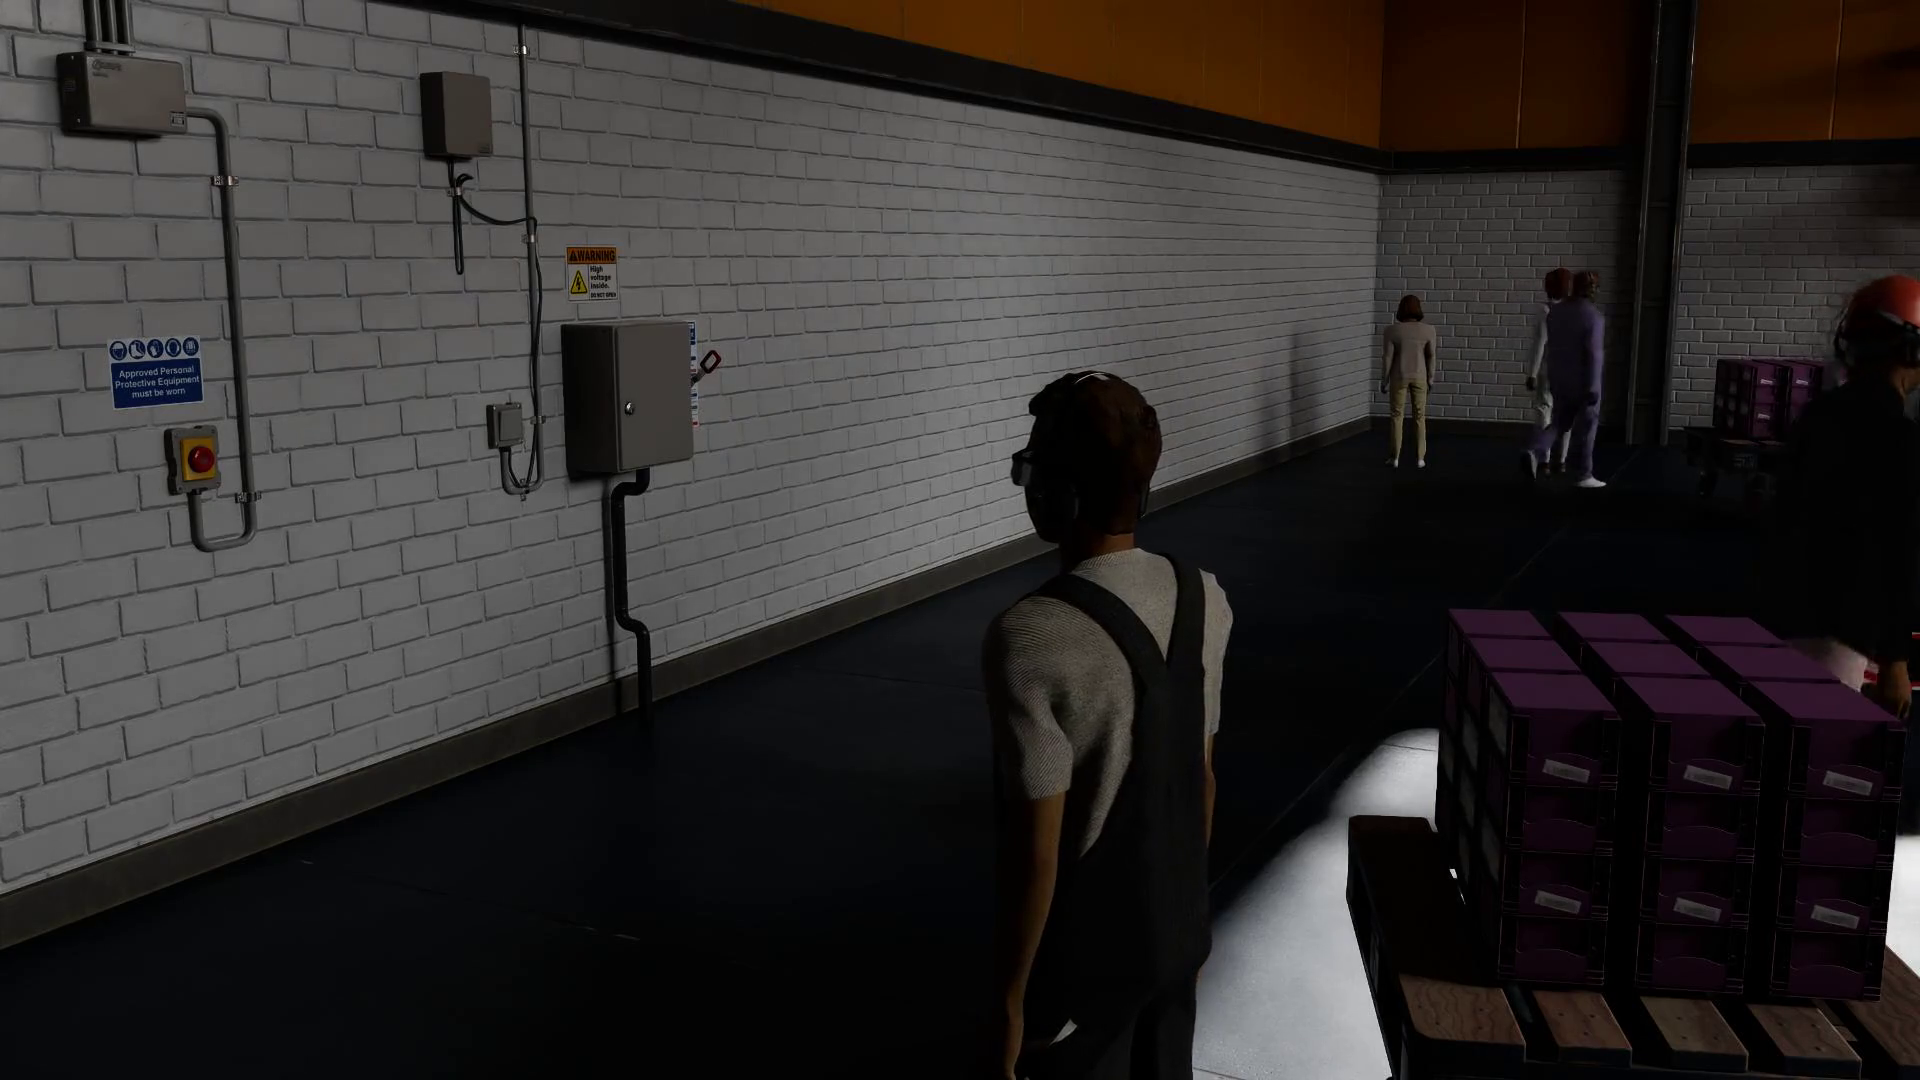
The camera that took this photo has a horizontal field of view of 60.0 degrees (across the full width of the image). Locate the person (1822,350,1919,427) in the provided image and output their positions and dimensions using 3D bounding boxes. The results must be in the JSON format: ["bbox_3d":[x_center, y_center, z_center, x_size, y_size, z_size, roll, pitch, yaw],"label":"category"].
[{"bbox_3d":[4.864,-0.398,8.858,0.614,1.801,0.415,8,12,37],"label":"person"}]

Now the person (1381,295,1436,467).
[{"bbox_3d":[4.228,-1.494,15.703,0.498,1.633,0.286,1,10,7],"label":"person"}]

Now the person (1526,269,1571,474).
[{"bbox_3d":[5.493,-1.539,15.295,0.616,1.871,0.366,-3,10,-18],"label":"person"}]

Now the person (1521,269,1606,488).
[{"bbox_3d":[5.234,-1.370,14.259,0.691,1.884,0.653,-4,11,-22],"label":"person"}]

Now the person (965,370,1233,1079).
[{"bbox_3d":[0.213,0.658,2.628,0.506,1.846,0.351,-9,14,-44],"label":"person"}]

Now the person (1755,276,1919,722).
[{"bbox_3d":[2.454,0.248,4.690,0.631,1.955,0.743,1,10,6],"label":"person"}]
